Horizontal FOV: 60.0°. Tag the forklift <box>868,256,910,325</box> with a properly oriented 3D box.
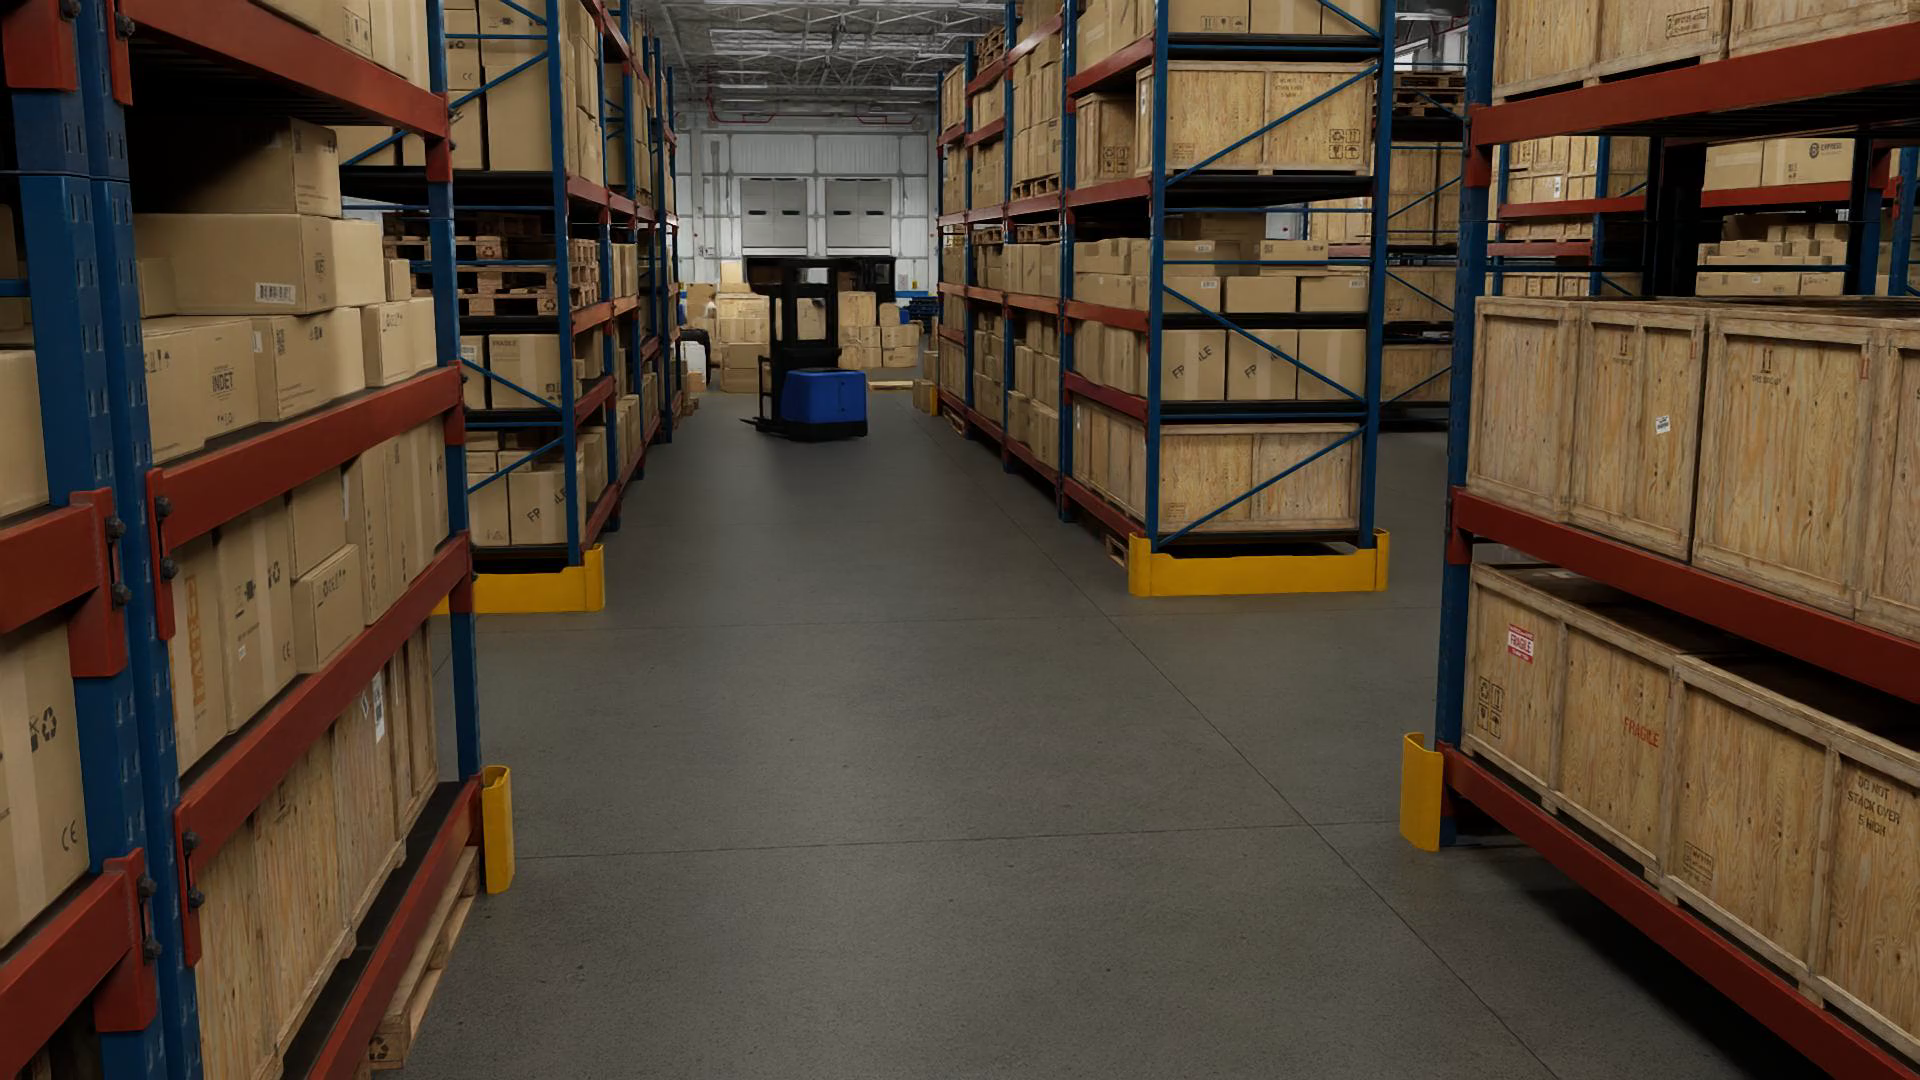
[{"bbox_3d":[-2.547,-7.926,54.709,1.129,2.768,1.873,-6,12,-33],"label":"forklift"}]

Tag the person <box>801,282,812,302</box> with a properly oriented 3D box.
[{"bbox_3d":[-5.635,-8.454,60.694,0.728,1.865,0.951,6,12,33],"label":"person"}]

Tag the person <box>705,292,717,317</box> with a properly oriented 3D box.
[{"bbox_3d":[-6.881,-5.833,45.480,0.971,1.881,0.666,0,10,2],"label":"person"}]

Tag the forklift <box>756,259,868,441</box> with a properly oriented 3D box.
[{"bbox_3d":[-2.346,-3.041,26.267,1.129,2.768,1.873,-6,11,-32],"label":"forklift"}]

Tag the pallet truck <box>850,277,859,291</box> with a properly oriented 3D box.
[{"bbox_3d":[-3.782,-9.391,65.808,1.885,1.965,0.823,2,10,10],"label":"pallet truck"}]

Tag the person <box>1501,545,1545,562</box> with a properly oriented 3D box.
[{"bbox_3d":[3.142,0.500,9.046,0.647,1.722,0.489,-1,10,-7],"label":"person"}]

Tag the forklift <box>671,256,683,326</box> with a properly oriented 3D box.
[{"bbox_3d":[-10.866,-8.982,60.854,1.129,2.768,1.873,-4,11,-22],"label":"forklift"}]
